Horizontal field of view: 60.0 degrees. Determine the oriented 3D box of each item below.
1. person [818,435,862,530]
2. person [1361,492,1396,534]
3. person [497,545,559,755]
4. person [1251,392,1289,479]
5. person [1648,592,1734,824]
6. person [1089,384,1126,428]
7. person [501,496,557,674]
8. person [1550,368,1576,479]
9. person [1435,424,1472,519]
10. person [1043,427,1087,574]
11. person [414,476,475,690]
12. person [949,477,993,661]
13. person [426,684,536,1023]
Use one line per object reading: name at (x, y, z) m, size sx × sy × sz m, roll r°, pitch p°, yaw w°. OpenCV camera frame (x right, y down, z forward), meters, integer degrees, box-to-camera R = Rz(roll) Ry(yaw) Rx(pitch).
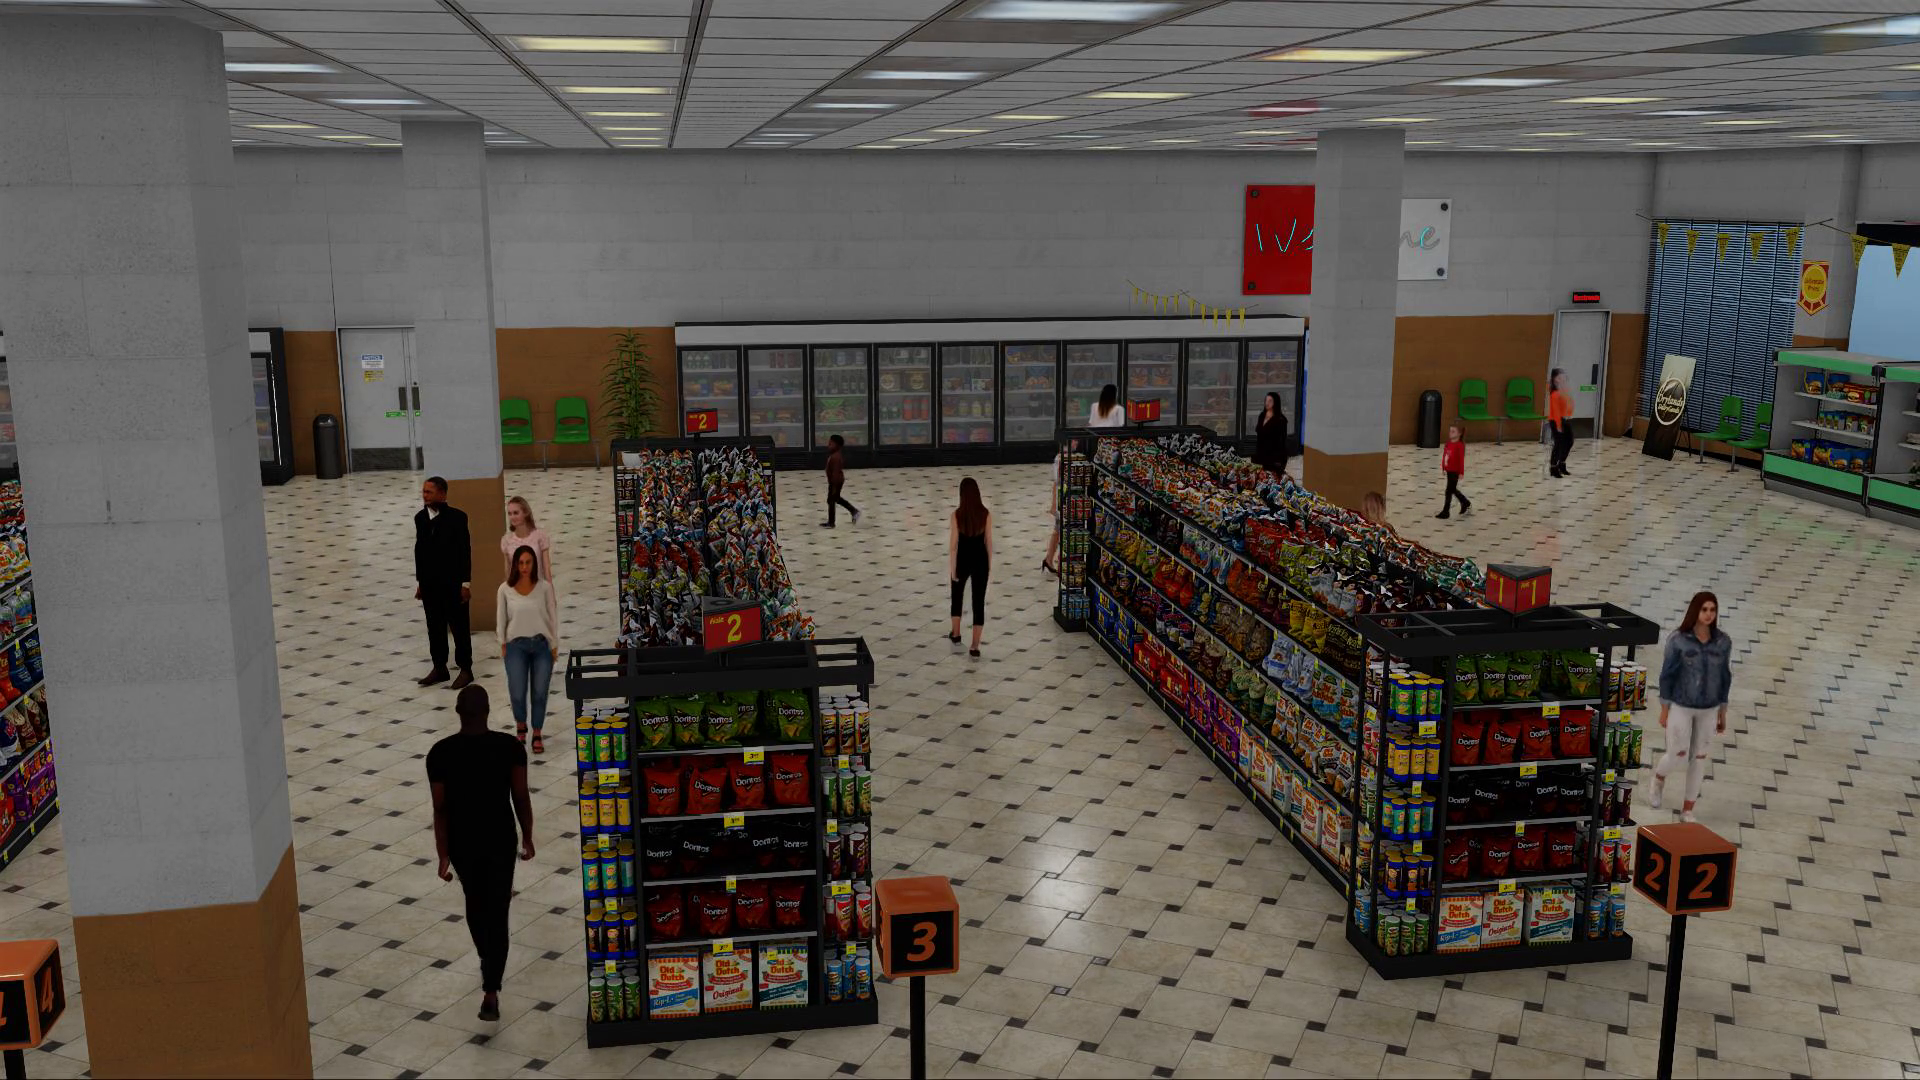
person at (-1.567, -0.757, 21.738) m, size 0.703 × 1.244 × 0.777 m, roll 1°, pitch 12°, yaw 4°
person at (3.743, 0.429, 15.049) m, size 0.702 × 1.679 × 0.926 m, roll -4°, pitch 12°, yaw -16°
person at (-3.394, 0.840, 13.113) m, size 0.640 × 1.673 × 0.616 m, roll -3°, pitch 12°, yaw -16°
person at (4.216, -1.107, 22.209) m, size 0.885 × 1.735 × 0.812 m, roll -8°, pitch 14°, yaw -34°
person at (5.055, 1.160, 11.546) m, size 0.735 × 1.692 × 0.876 m, roll 1°, pitch 12°, yaw 5°
person at (2.057, -1.366, 23.713) m, size 1.139 × 1.623 × 1.242 m, roll 7°, pitch 14°, yaw 30°
person at (-3.680, 0.511, 14.355) m, size 0.635 × 1.806 × 0.886 m, roll -1°, pitch 12°, yaw -6°
person at (9.197, -1.782, 25.499) m, size 0.777 × 1.701 × 0.789 m, roll 8°, pitch 14°, yaw 34°
person at (6.719, -0.923, 22.485) m, size 0.697 × 1.261 × 0.876 m, roll -5°, pitch 13°, yaw -23°
person at (1.131, -0.412, 18.975) m, size 1.097 × 1.707 × 1.029 m, roll 9°, pitch 15°, yaw 35°
person at (-4.589, 0.366, 14.806) m, size 0.800 × 1.904 × 0.780 m, roll 4°, pitch 12°, yaw 17°
person at (0.116, 0.290, 15.668) m, size 0.614 × 1.697 × 0.977 m, roll -1°, pitch 12°, yaw -4°
person at (-2.532, 1.688, 8.831) m, size 0.708 × 1.777 × 1.204 m, roll -3°, pitch 12°, yaw -12°
